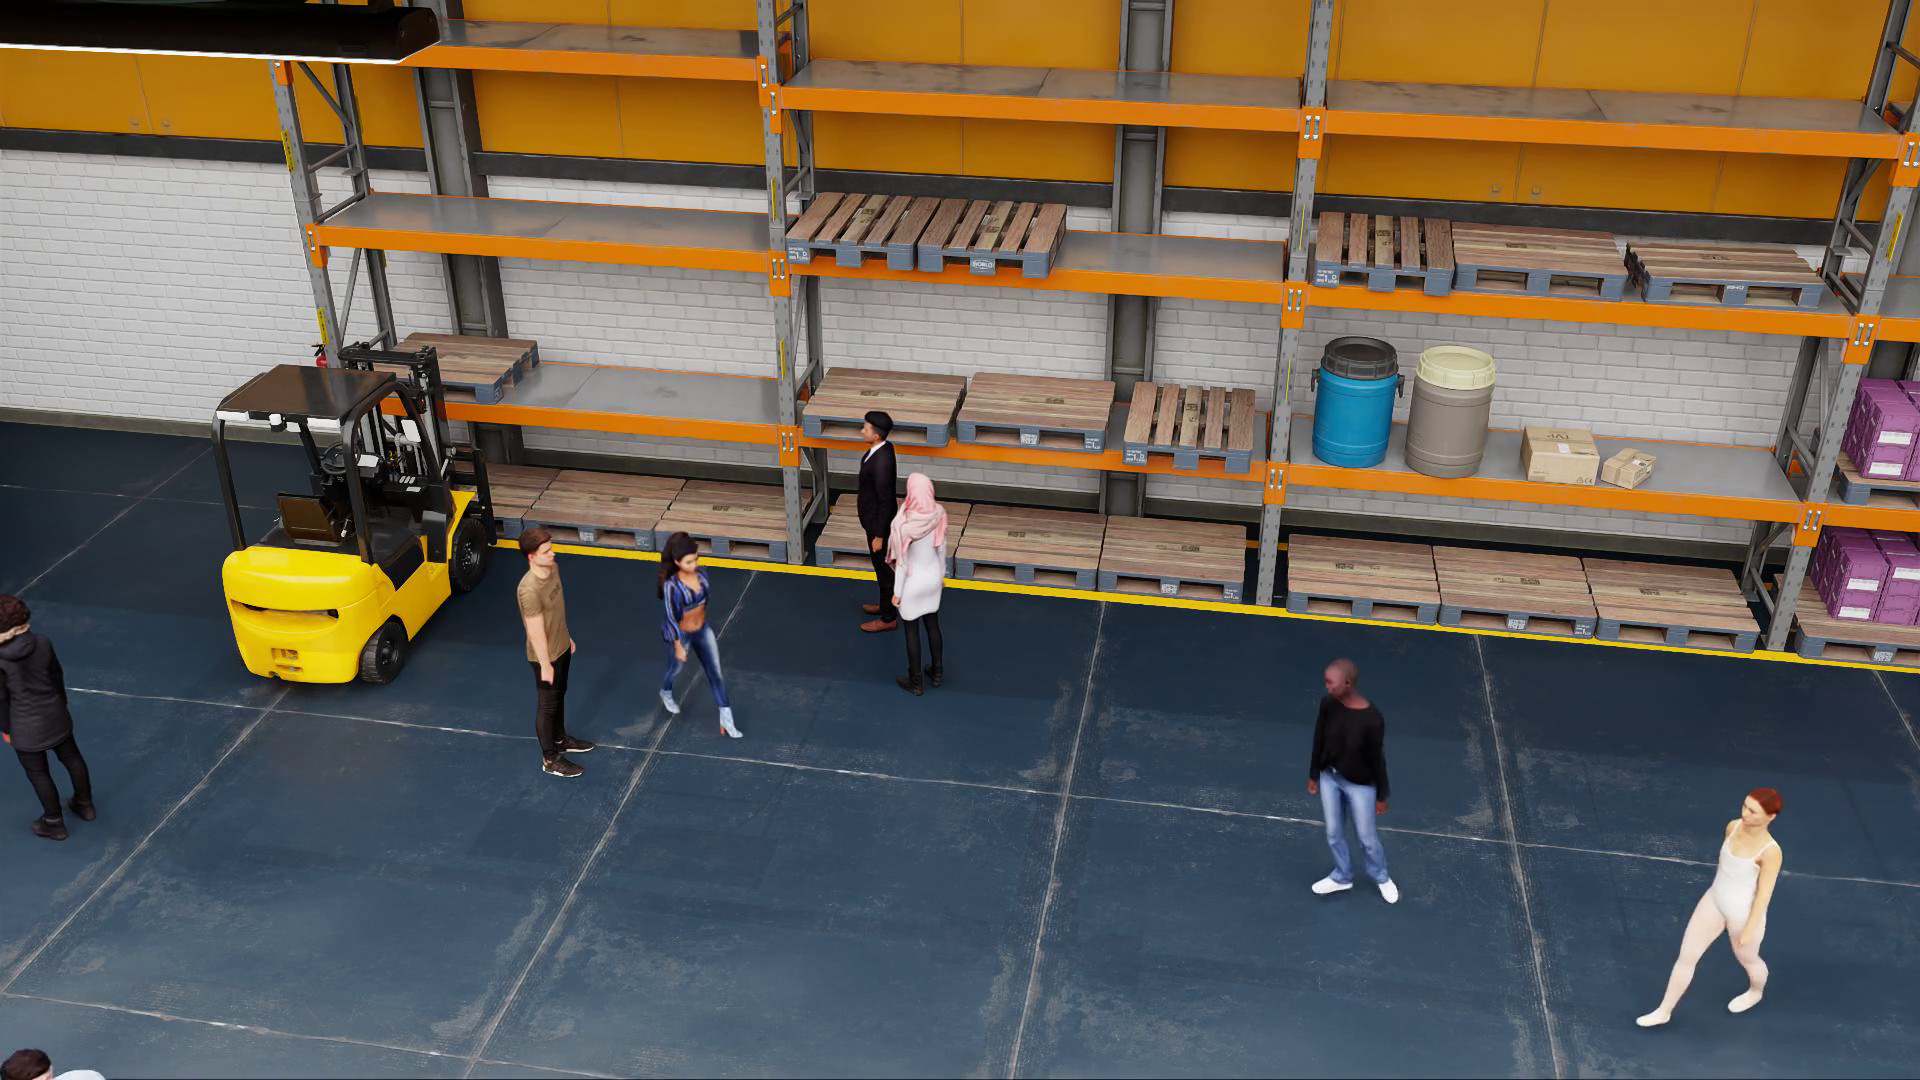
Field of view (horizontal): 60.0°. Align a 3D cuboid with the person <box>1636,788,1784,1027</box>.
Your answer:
[{"bbox_3d":[4.397,2.072,9.297,1.117,1.598,0.922,-10,30,-18],"label":"person"}]

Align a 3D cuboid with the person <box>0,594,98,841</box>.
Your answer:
[{"bbox_3d":[-5.996,1.146,10.811,0.679,1.774,0.691,15,32,25],"label":"person"}]

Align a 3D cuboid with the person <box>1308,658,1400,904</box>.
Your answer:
[{"bbox_3d":[2.431,1.496,10.229,0.868,1.718,0.981,16,32,27],"label":"person"}]

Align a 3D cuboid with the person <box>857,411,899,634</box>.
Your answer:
[{"bbox_3d":[-0.612,-0.161,13.093,0.631,1.884,0.739,-1,29,-2],"label":"person"}]

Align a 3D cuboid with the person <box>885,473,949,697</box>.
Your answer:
[{"bbox_3d":[-0.300,0.320,12.295,0.739,1.804,0.798,-19,34,-31],"label":"person"}]

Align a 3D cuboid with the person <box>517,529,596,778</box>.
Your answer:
[{"bbox_3d":[-2.831,0.750,11.456,0.578,1.851,0.674,3,29,5],"label":"person"}]

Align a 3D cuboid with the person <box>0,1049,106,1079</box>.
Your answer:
[{"bbox_3d":[-3.986,2.941,7.498,1.064,1.795,0.891,16,33,27],"label":"person"}]

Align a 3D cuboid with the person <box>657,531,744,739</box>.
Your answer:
[{"bbox_3d":[-1.998,0.670,11.893,1.146,1.574,0.972,23,36,36],"label":"person"}]
